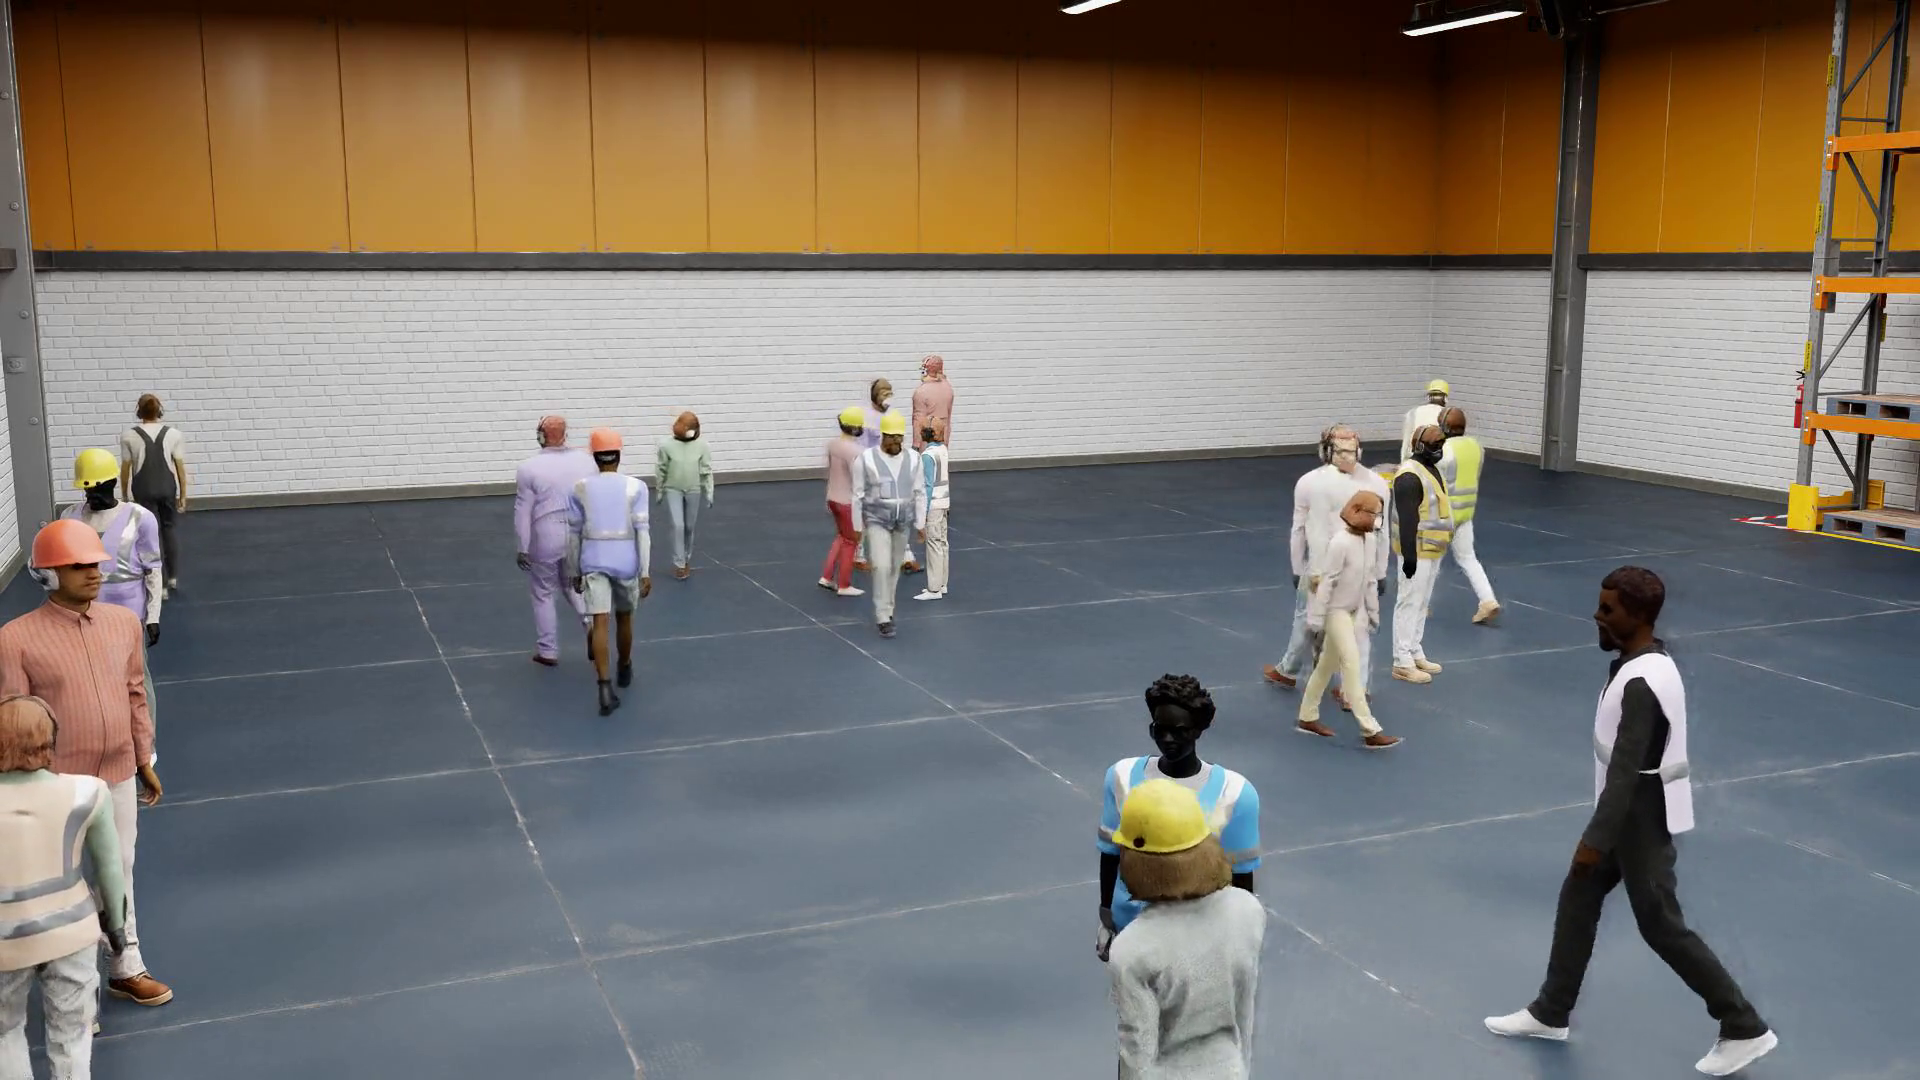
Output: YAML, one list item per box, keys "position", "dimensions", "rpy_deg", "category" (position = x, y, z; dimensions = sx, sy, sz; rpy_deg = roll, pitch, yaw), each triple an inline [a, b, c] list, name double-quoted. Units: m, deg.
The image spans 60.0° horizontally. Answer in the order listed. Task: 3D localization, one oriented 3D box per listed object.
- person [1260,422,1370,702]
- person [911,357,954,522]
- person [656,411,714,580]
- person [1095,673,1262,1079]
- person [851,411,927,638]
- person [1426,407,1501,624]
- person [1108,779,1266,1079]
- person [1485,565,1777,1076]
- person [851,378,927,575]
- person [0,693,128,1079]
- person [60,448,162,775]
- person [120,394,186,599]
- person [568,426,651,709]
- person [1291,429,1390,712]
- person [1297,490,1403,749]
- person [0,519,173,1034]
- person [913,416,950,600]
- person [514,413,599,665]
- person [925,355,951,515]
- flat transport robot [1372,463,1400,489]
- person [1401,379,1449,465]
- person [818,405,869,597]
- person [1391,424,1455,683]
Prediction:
- position: [2.486, 0.145, 11.379]
  dimensions: [0.661, 1.897, 0.939]
  rpy_deg: [-6, 11, -33]
  category: "person"
- position: [-0.358, -1.153, 19.238]
  dimensions: [0.408, 1.908, 0.642]
  rpy_deg: [7, 12, 35]
  category: "person"
- position: [-2.600, -0.421, 15.721]
  dimensions: [0.521, 1.594, 0.804]
  rpy_deg: [-3, 10, -20]
  category: "person"
- position: [0.680, 1.251, 5.298]
  dimensions: [0.533, 1.697, 0.319]
  rpy_deg: [3, 10, 20]
  category: "person"
- position: [-0.531, -0.127, 13.313]
  dimensions: [0.589, 1.800, 0.742]
  rpy_deg: [-4, 10, -24]
  category: "person"
- position: [4.110, -0.205, 13.807]
  dimensions: [0.628, 1.814, 0.904]
  rpy_deg: [-6, 11, -30]
  category: "person"
- position: [0.603, 1.441, 4.127]
  dimensions: [0.477, 1.701, 0.817]
  rpy_deg: [-5, 10, -26]
  category: "person"
- position: [2.540, 1.026, 6.144]
  dimensions: [0.975, 1.882, 0.610]
  rpy_deg: [3, 10, 16]
  category: "person"
- position: [-0.704, -0.585, 15.821]
  dimensions: [0.948, 1.893, 0.656]
  rpy_deg: [8, 13, 41]
  category: "person"
- position: [-2.939, 1.287, 5.299]
  dimensions: [0.537, 1.623, 0.386]
  rpy_deg: [-6, 11, -30]
  category: "person"
- position: [-4.938, 0.418, 9.668]
  dimensions: [0.585, 1.922, 0.377]
  rpy_deg: [0, 9, 2]
  category: "person"
- position: [-7.289, -0.407, 15.011]
  dimensions: [0.516, 1.808, 0.892]
  rpy_deg: [-7, 12, -35]
  category: "person"
- position: [-2.385, 0.171, 11.321]
  dimensions: [0.552, 1.877, 1.045]
  rpy_deg: [-1, 9, -8]
  category: "person"
- position: [2.578, 0.171, 11.299]
  dimensions: [0.652, 1.887, 0.709]
  rpy_deg: [2, 10, 13]
  category: "person"
- position: [2.437, 0.486, 10.239]
  dimensions: [0.822, 1.585, 0.514]
  rpy_deg: [7, 12, 37]
  category: "person"
- position: [-3.411, 0.907, 6.480]
  dimensions: [0.375, 1.997, 0.611]
  rpy_deg: [5, 11, 27]
  category: "person"
- position: [-0.240, -0.283, 14.767]
  dimensions: [0.307, 1.641, 0.514]
  rpy_deg: [2, 10, 14]
  category: "person"
- position: [-2.934, 0.014, 12.236]
  dimensions: [0.651, 1.890, 0.611]
  rpy_deg: [-7, 12, -38]
  category: "person"
- position: [-0.300, -1.243, 19.788]
  dimensions: [0.402, 1.904, 0.651]
  rpy_deg: [0, 9, 0]
  category: "person"
- position: [5.883, -0.864, 22.427]
  dimensions: [0.652, 0.197, 1.431]
  rpy_deg: [4, 10, 25]
  category: "flat transport robot"
- position: [4.890, -0.754, 17.146]
  dimensions: [0.594, 1.797, 0.622]
  rpy_deg: [-8, 12, -41]
  category: "person"
- position: [-1.013, -0.344, 14.836]
  dimensions: [0.334, 1.750, 0.553]
  rpy_deg: [-6, 11, -31]
  category: "person"
- position: [3.311, 0.087, 11.926]
  dimensions: [0.429, 1.840, 0.633]
  rpy_deg: [5, 11, 30]
  category: "person"
